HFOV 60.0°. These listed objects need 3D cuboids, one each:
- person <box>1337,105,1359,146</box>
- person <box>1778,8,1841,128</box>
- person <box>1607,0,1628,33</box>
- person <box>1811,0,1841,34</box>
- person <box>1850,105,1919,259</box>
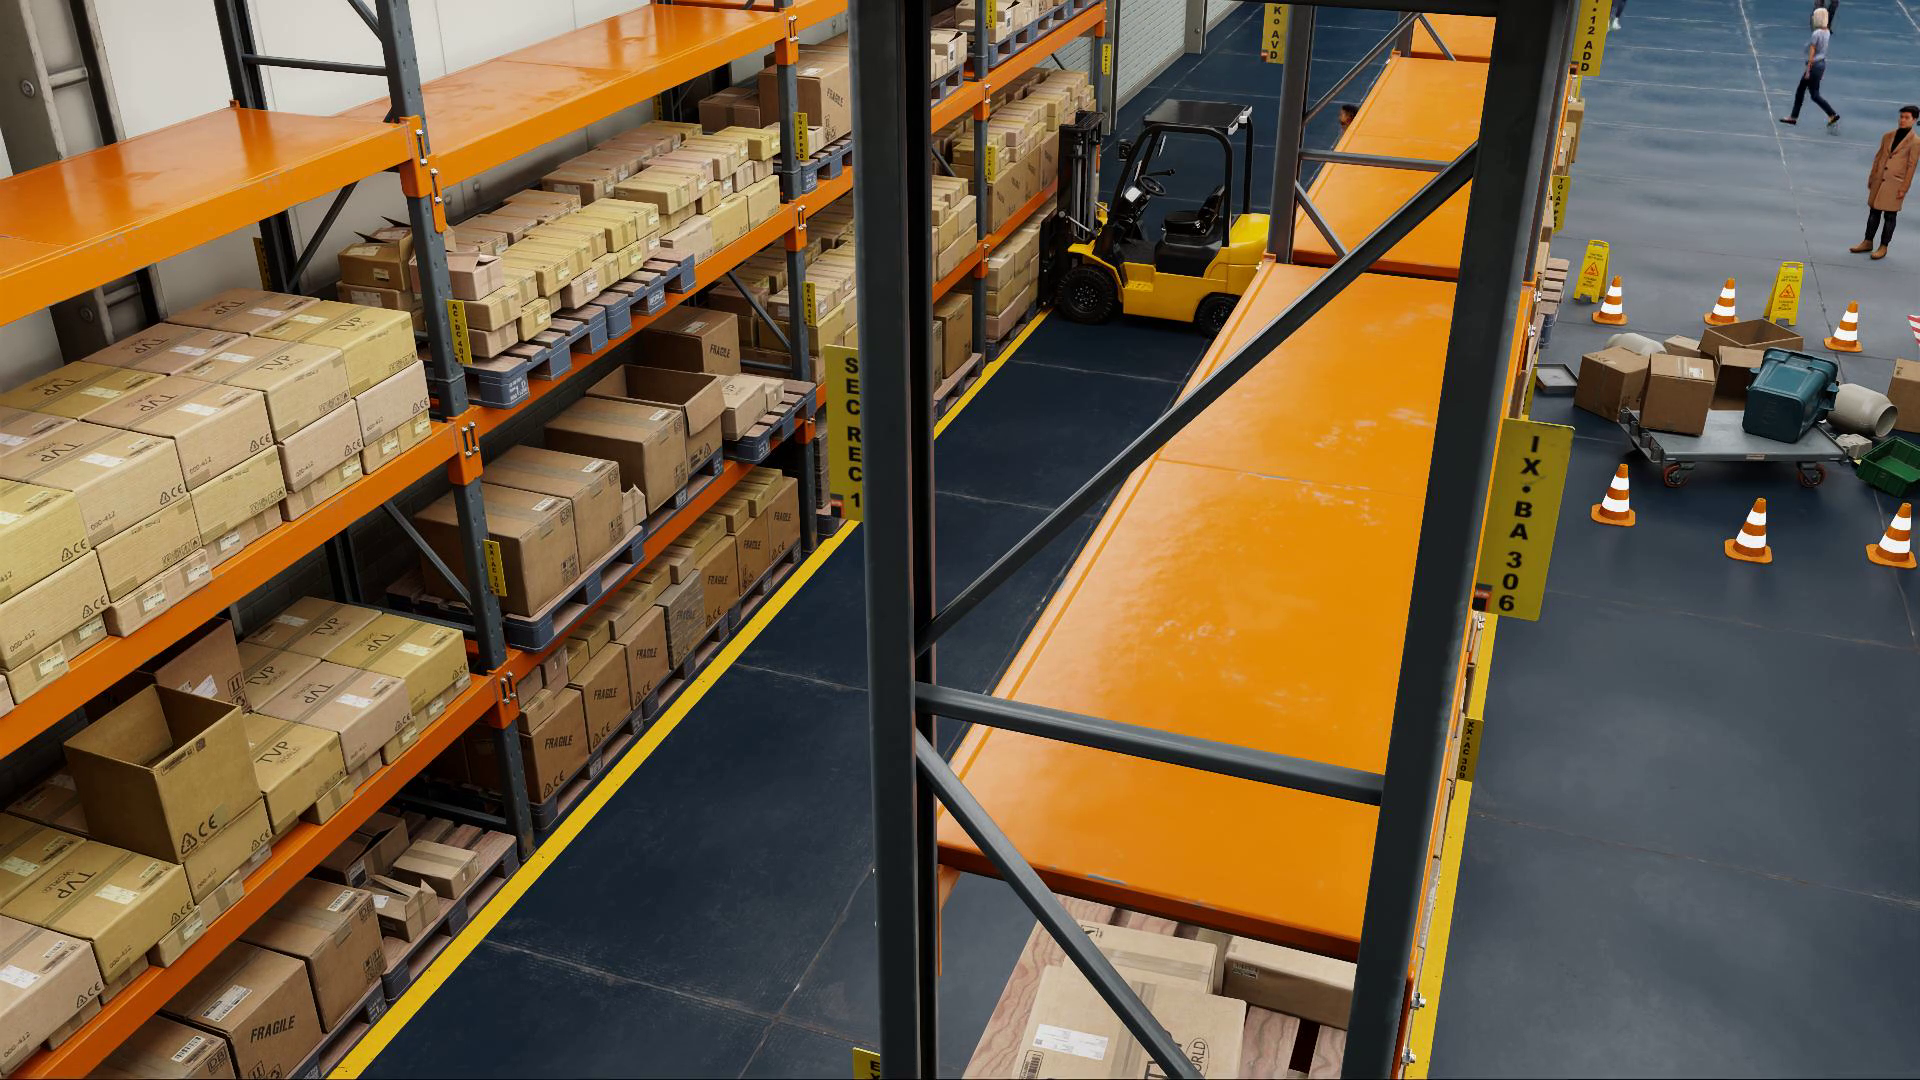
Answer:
[{"bbox_3d":[4.713,-4.644,20.341,0.688,1.453,0.510,1,28,1],"label":"person"},{"bbox_3d":[12.505,-6.803,24.154,0.892,1.681,1.077,24,36,37],"label":"person"},{"bbox_3d":[12.027,-10.176,30.481,0.722,1.687,0.749,22,35,35],"label":"person"},{"bbox_3d":[15.989,-10.313,30.604,0.736,1.812,0.717,7,29,13],"label":"person"},{"bbox_3d":[10.678,-4.117,19.064,0.822,1.724,0.764,-13,31,-22],"label":"person"}]
